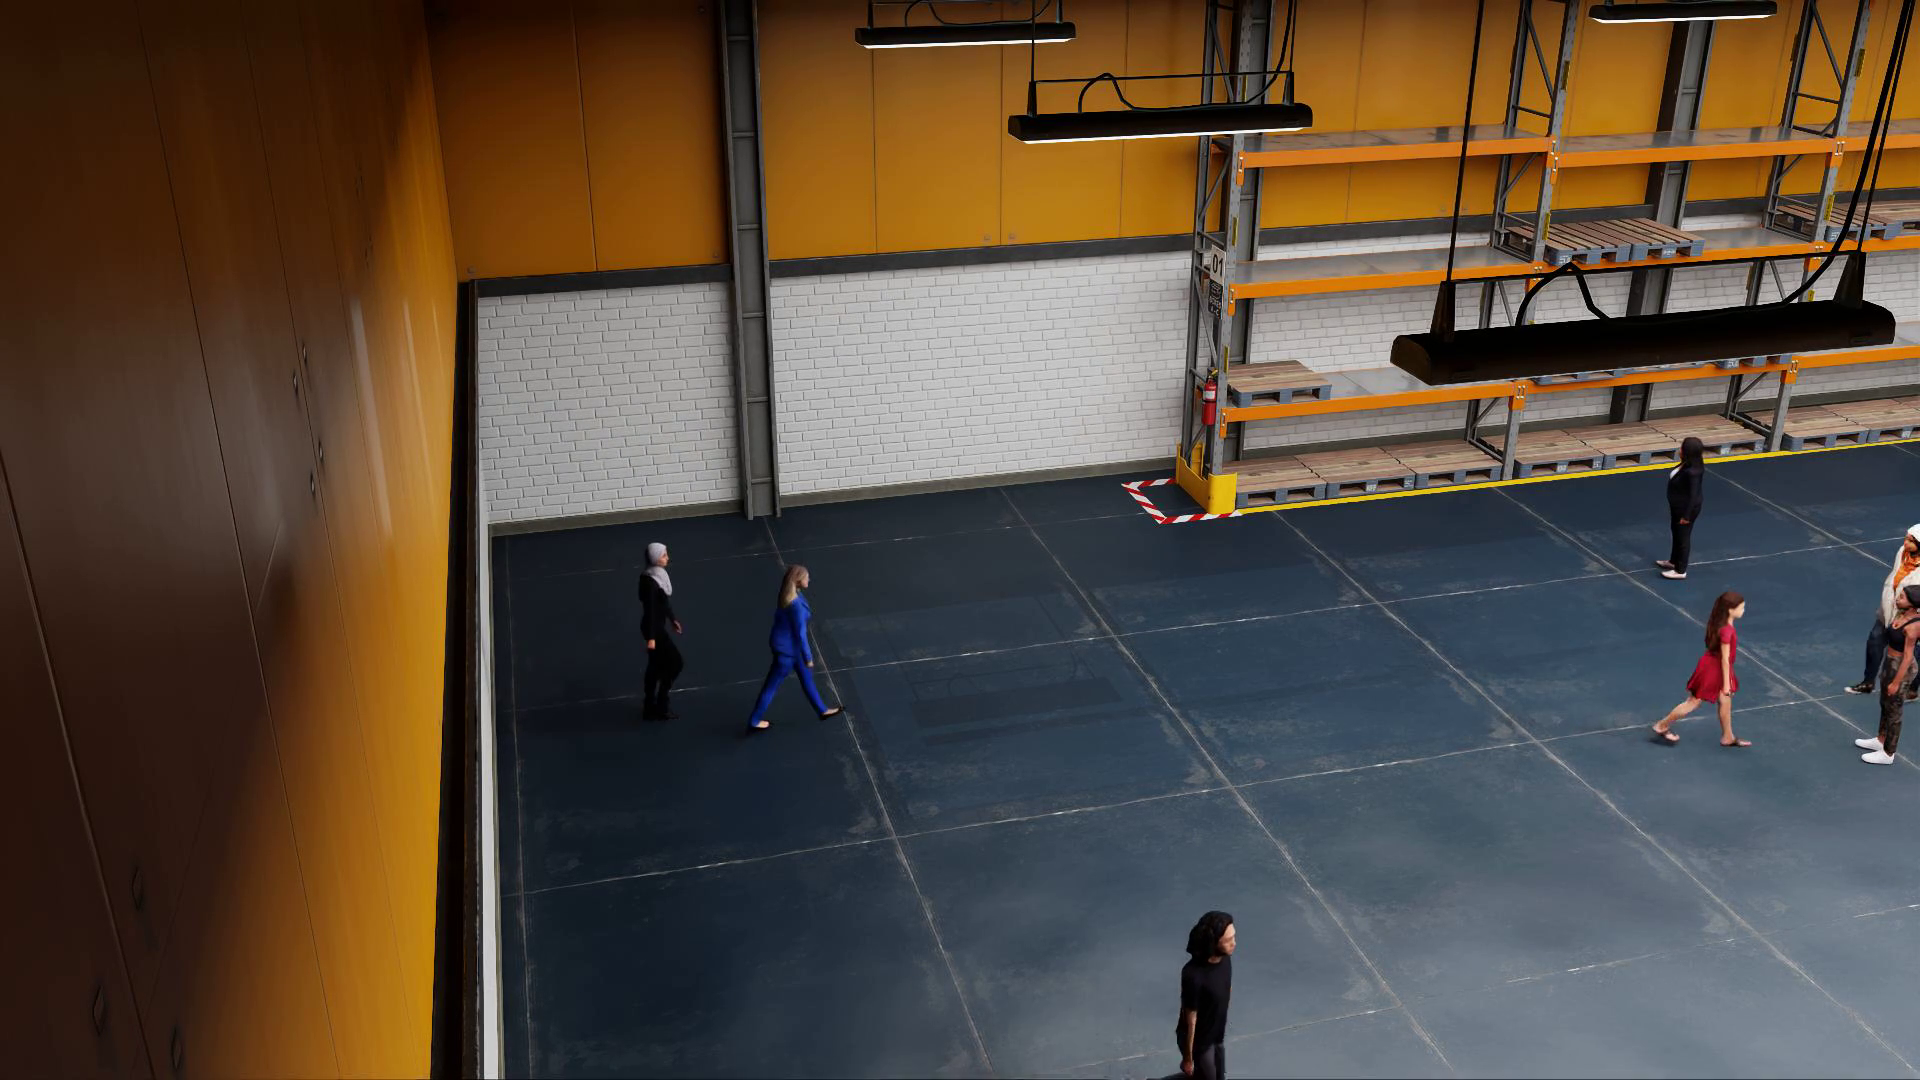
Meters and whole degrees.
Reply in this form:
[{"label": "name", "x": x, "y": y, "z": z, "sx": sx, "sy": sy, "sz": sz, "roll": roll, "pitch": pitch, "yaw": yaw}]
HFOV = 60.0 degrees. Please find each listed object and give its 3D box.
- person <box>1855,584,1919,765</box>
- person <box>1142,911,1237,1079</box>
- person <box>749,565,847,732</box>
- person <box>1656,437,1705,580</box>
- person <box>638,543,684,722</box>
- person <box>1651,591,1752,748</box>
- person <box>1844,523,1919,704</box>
[{"label": "person", "x": 8.215, "y": 1.162, "z": 14.577, "sx": 0.677, "sy": 1.699, "sz": 0.658, "roll": 7, "pitch": 25, "yaw": 16}, {"label": "person", "x": 1.416, "y": 3.009, "z": 10.211, "sx": 0.993, "sy": 1.811, "sz": 0.955, "roll": 15, "pitch": 28, "yaw": 31}, {"label": "person", "x": -1.644, "y": 1.022, "z": 14.977, "sx": 1.119, "sy": 1.635, "sz": 0.630, "roll": -9, "pitch": 25, "yaw": -19}, {"label": "person", "x": 7.918, "y": -0.362, "z": 18.169, "sx": 0.774, "sy": 1.615, "sz": 0.759, "roll": 5, "pitch": 24, "yaw": 10}, {"label": "person", "x": -2.869, "y": 0.856, "z": 15.193, "sx": 0.659, "sy": 1.766, "sz": 0.633, "roll": -2, "pitch": 24, "yaw": -5}, {"label": "person", "x": 6.626, "y": 1.168, "z": 14.793, "sx": 1.141, "sy": 1.516, "sz": 0.912, "roll": 6, "pitch": 24, "yaw": 14}, {"label": "person", "x": 8.938, "y": 0.663, "z": 15.507, "sx": 0.830, "sy": 1.869, "sz": 0.693, "roll": -6, "pitch": 24, "yaw": -14}]
